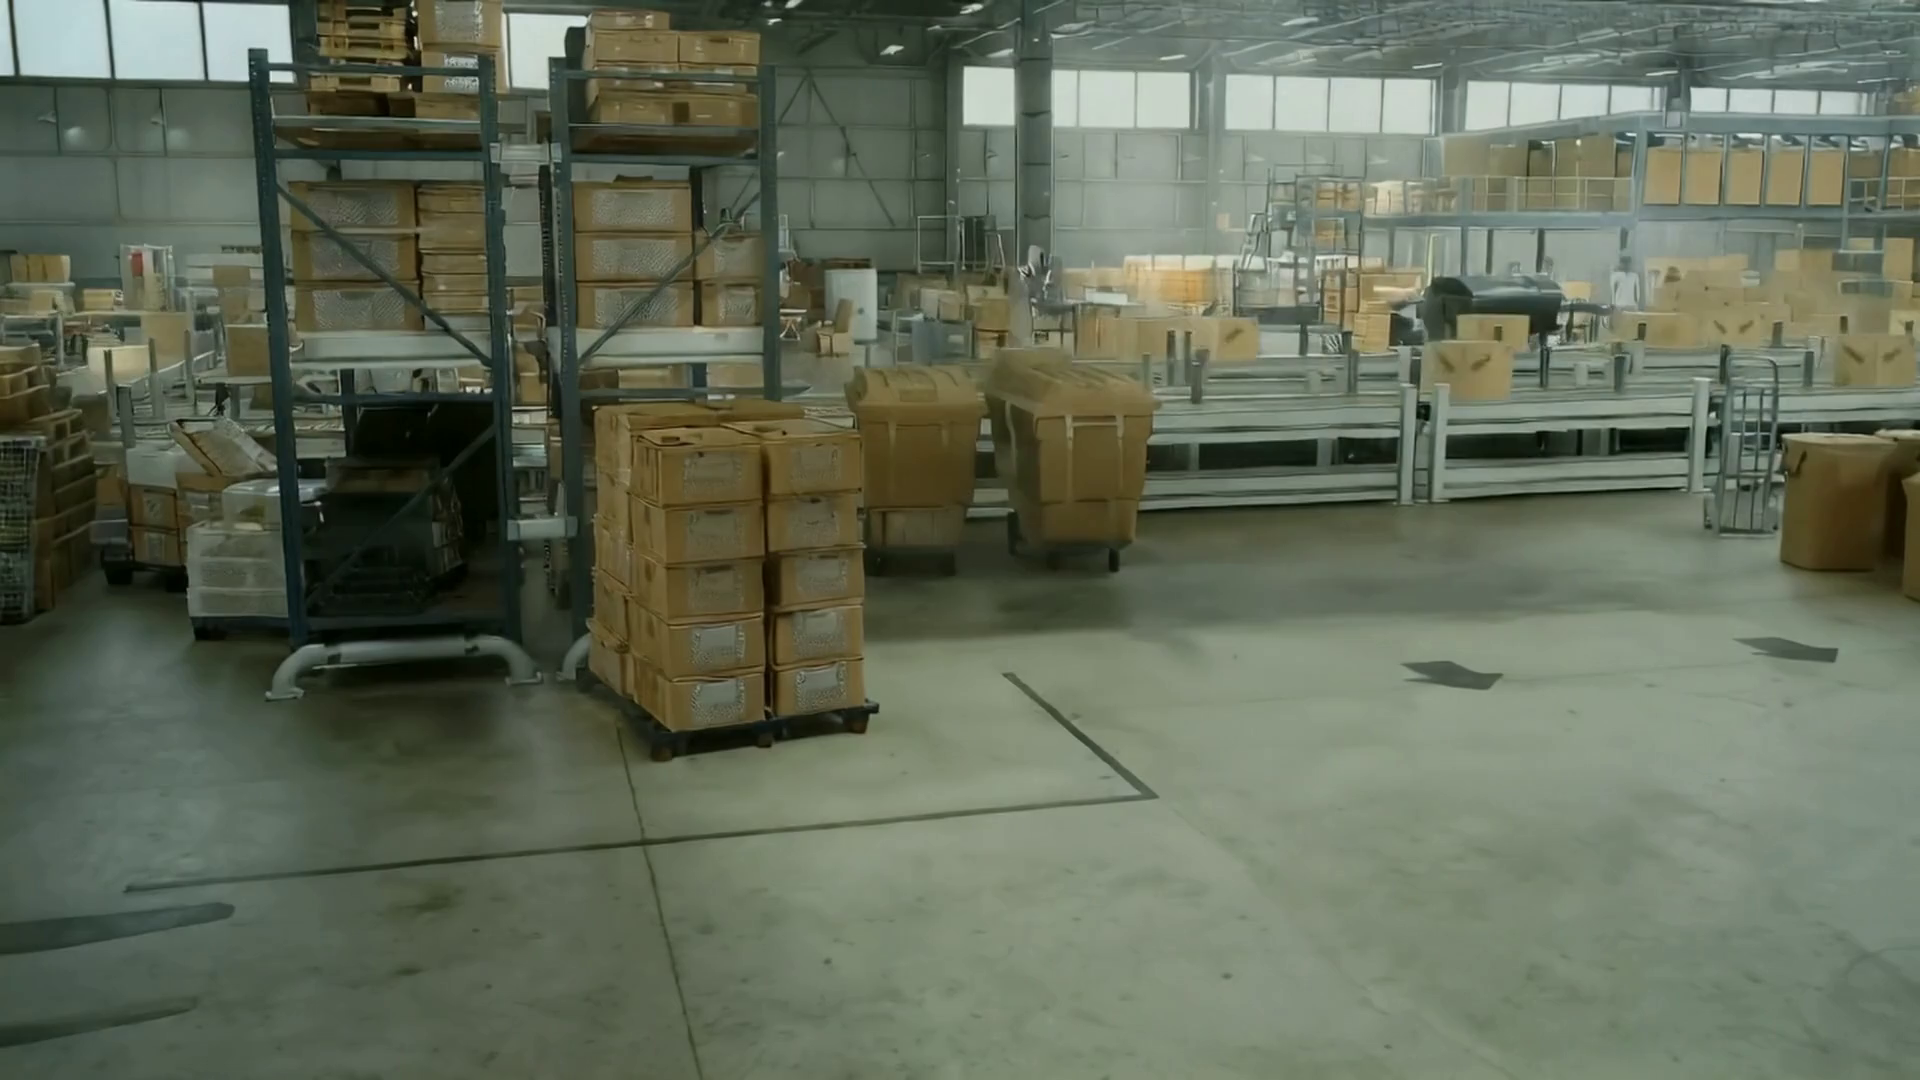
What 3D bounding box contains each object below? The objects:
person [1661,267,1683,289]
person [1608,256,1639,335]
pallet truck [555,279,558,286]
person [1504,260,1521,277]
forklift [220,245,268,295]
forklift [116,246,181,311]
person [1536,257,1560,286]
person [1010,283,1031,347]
[{"bbox_3d":[14.928,-4.873,34.869,0.490,1.711,0.855,-2,10,-13],"label":"person"},{"bbox_3d":[13.329,-4.737,33.451,0.651,1.940,1.041,0,10,-2],"label":"person"},{"bbox_3d":[-10.604,-6.375,44.520,0.653,1.274,1.630,-3,10,-15],"label":"pallet truck"},{"bbox_3d":[11.740,-5.012,35.301,0.590,1.833,0.404,5,11,27],"label":"person"},{"bbox_3d":[-17.749,-6.334,41.440,1.157,1.987,2.680,-3,10,-17],"label":"forklift"},{"bbox_3d":[-19.966,-6.232,40.894,1.157,1.987,2.680,-3,10,-15],"label":"forklift"},{"bbox_3d":[12.489,-5.086,35.493,0.553,1.914,0.603,-2,10,-10],"label":"person"},{"bbox_3d":[0.888,-3.045,24.860,0.871,1.583,0.525,2,10,10],"label":"person"}]
